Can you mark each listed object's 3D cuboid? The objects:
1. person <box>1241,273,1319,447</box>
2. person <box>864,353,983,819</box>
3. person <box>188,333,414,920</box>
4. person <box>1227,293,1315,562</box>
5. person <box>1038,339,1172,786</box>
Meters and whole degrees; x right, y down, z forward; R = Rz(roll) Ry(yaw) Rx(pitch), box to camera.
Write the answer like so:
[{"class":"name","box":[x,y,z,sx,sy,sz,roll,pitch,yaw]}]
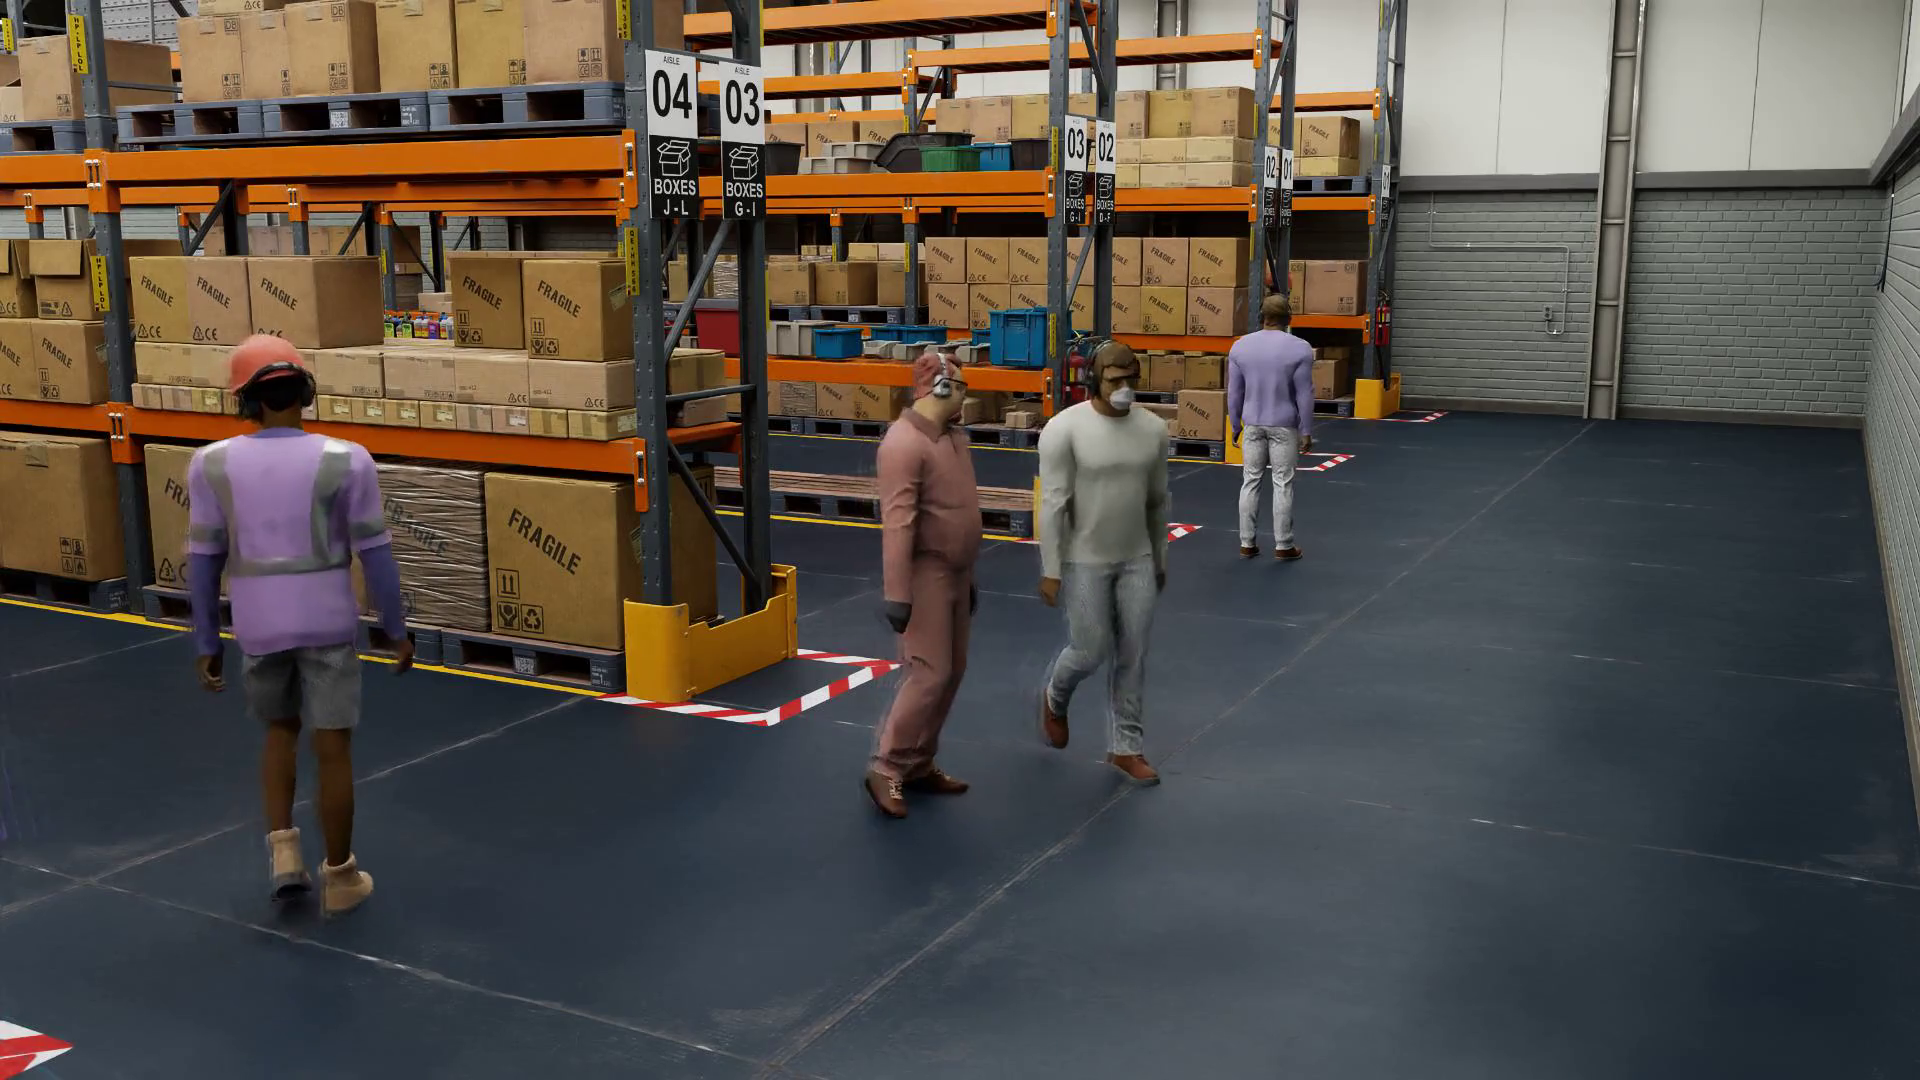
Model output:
[{"class":"person","box":[3.473,-2.024,18.576,1.075,1.979,0.636,5,12,25]},{"class":"person","box":[-0.129,0.171,6.899,0.439,1.874,0.744,4,11,20]},{"class":"person","box":[-2.250,0.305,5.736,0.684,2.017,0.453,-1,10,-4]},{"class":"person","box":[2.246,-0.806,12.019,0.638,1.937,0.357,6,12,29]},{"class":"person","box":[0.605,0.086,7.215,0.672,1.922,0.605,-5,12,-25]}]
